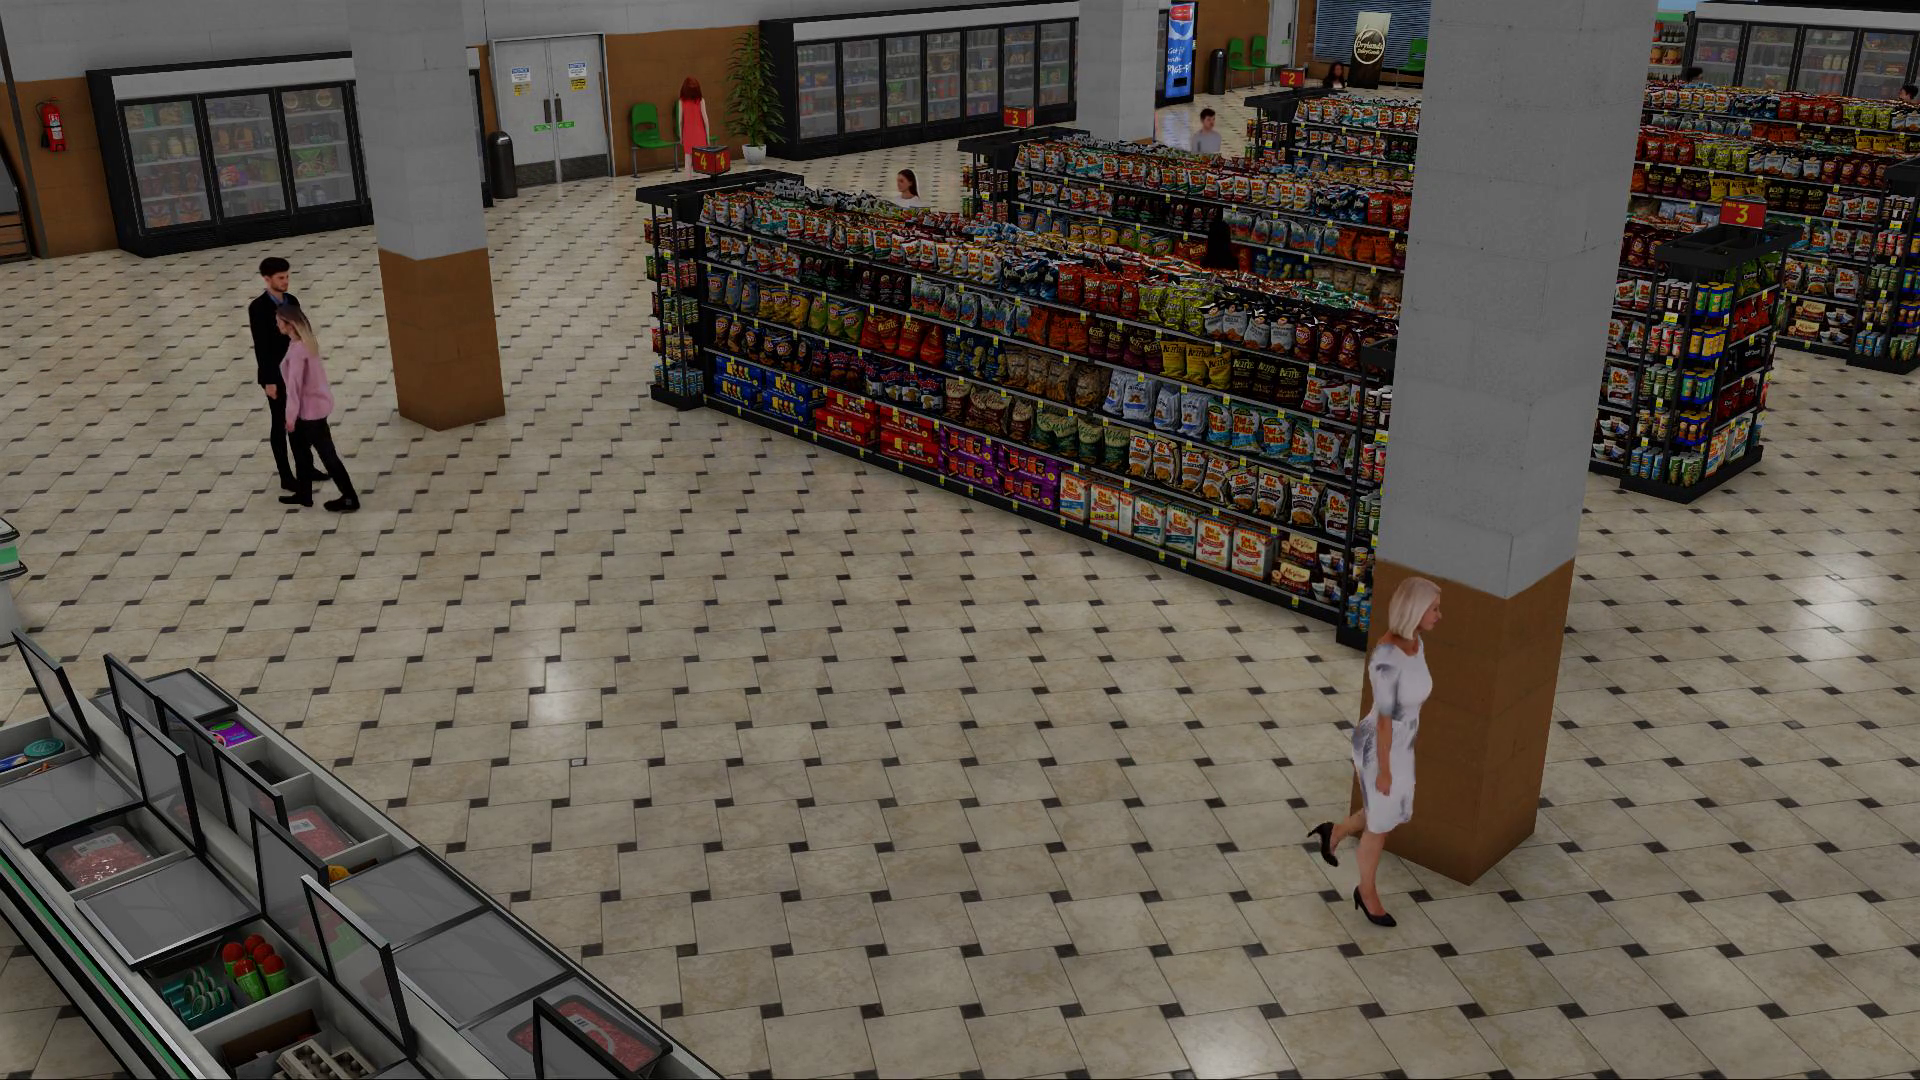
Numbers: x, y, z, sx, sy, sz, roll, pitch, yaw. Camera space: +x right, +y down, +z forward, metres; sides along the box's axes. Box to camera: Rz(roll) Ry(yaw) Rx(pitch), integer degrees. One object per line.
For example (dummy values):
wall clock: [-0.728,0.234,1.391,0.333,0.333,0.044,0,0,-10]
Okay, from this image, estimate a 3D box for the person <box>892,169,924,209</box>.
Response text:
person: [-0.578,-3.223,18.274,0.499,1.689,0.683,17,27,36]

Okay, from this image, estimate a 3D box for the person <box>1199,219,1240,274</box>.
person: [2.427,-2.038,15.265,0.885,1.734,0.680,19,29,40]

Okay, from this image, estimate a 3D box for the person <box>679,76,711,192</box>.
person: [-4.041,-6.111,25.276,0.653,1.827,0.737,2,22,5]

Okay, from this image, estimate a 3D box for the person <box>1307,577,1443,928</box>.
person: [1.917,0.966,7.789,0.784,1.733,0.633,17,28,36]

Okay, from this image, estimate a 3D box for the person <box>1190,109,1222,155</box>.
person: [3.143,-4.731,21.847,0.869,1.822,1.097,-10,24,-23]

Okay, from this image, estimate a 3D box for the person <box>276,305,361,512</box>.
person: [-4.861,-0.983,12.741,0.951,1.658,0.924,-2,22,-6]

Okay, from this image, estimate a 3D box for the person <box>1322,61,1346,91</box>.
person: [6.464,-7.593,29.305,0.903,1.573,1.205,-10,24,-23]

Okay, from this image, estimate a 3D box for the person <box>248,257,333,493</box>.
person: [-5.418,-1.340,13.326,0.780,1.885,0.784,7,23,16]
